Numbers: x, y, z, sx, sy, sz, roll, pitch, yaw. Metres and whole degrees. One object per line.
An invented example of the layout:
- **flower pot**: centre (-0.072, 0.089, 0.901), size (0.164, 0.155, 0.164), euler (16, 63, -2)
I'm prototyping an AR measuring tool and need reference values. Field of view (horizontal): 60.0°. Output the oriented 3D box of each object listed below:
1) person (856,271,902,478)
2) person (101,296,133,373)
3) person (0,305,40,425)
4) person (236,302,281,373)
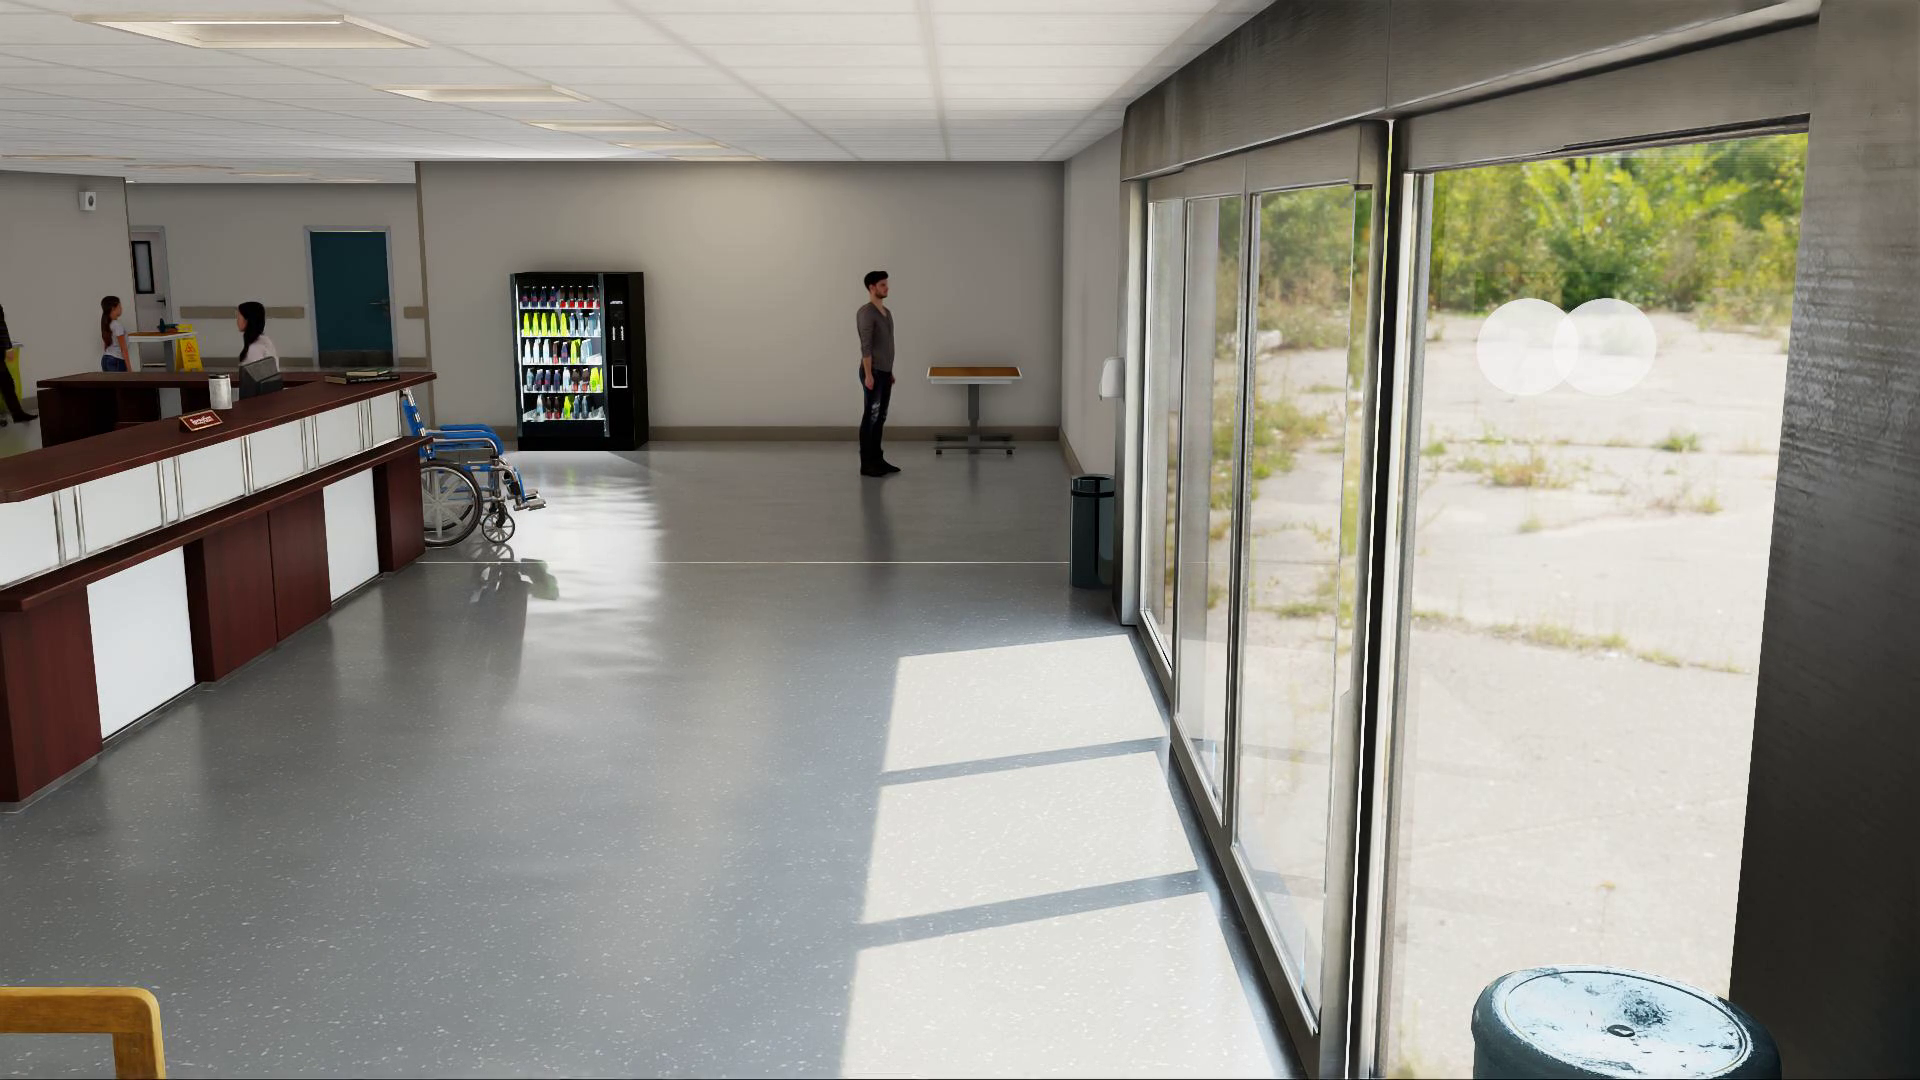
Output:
- **person**: centre (-0.795, -1.575, 15.661), size (0.721, 1.906, 0.771), euler (4, 12, 21)
- **person**: centre (-9.390, -1.943, 18.521), size (0.602, 1.563, 0.683), euler (7, 13, 32)
- **person**: centre (-11.172, -2.181, 19.047), size (1.266, 1.834, 1.170), euler (6, 12, 30)
- **person**: centre (-5.290, -0.942, 12.844), size (1.116, 1.713, 0.852), euler (-4, 11, -19)
